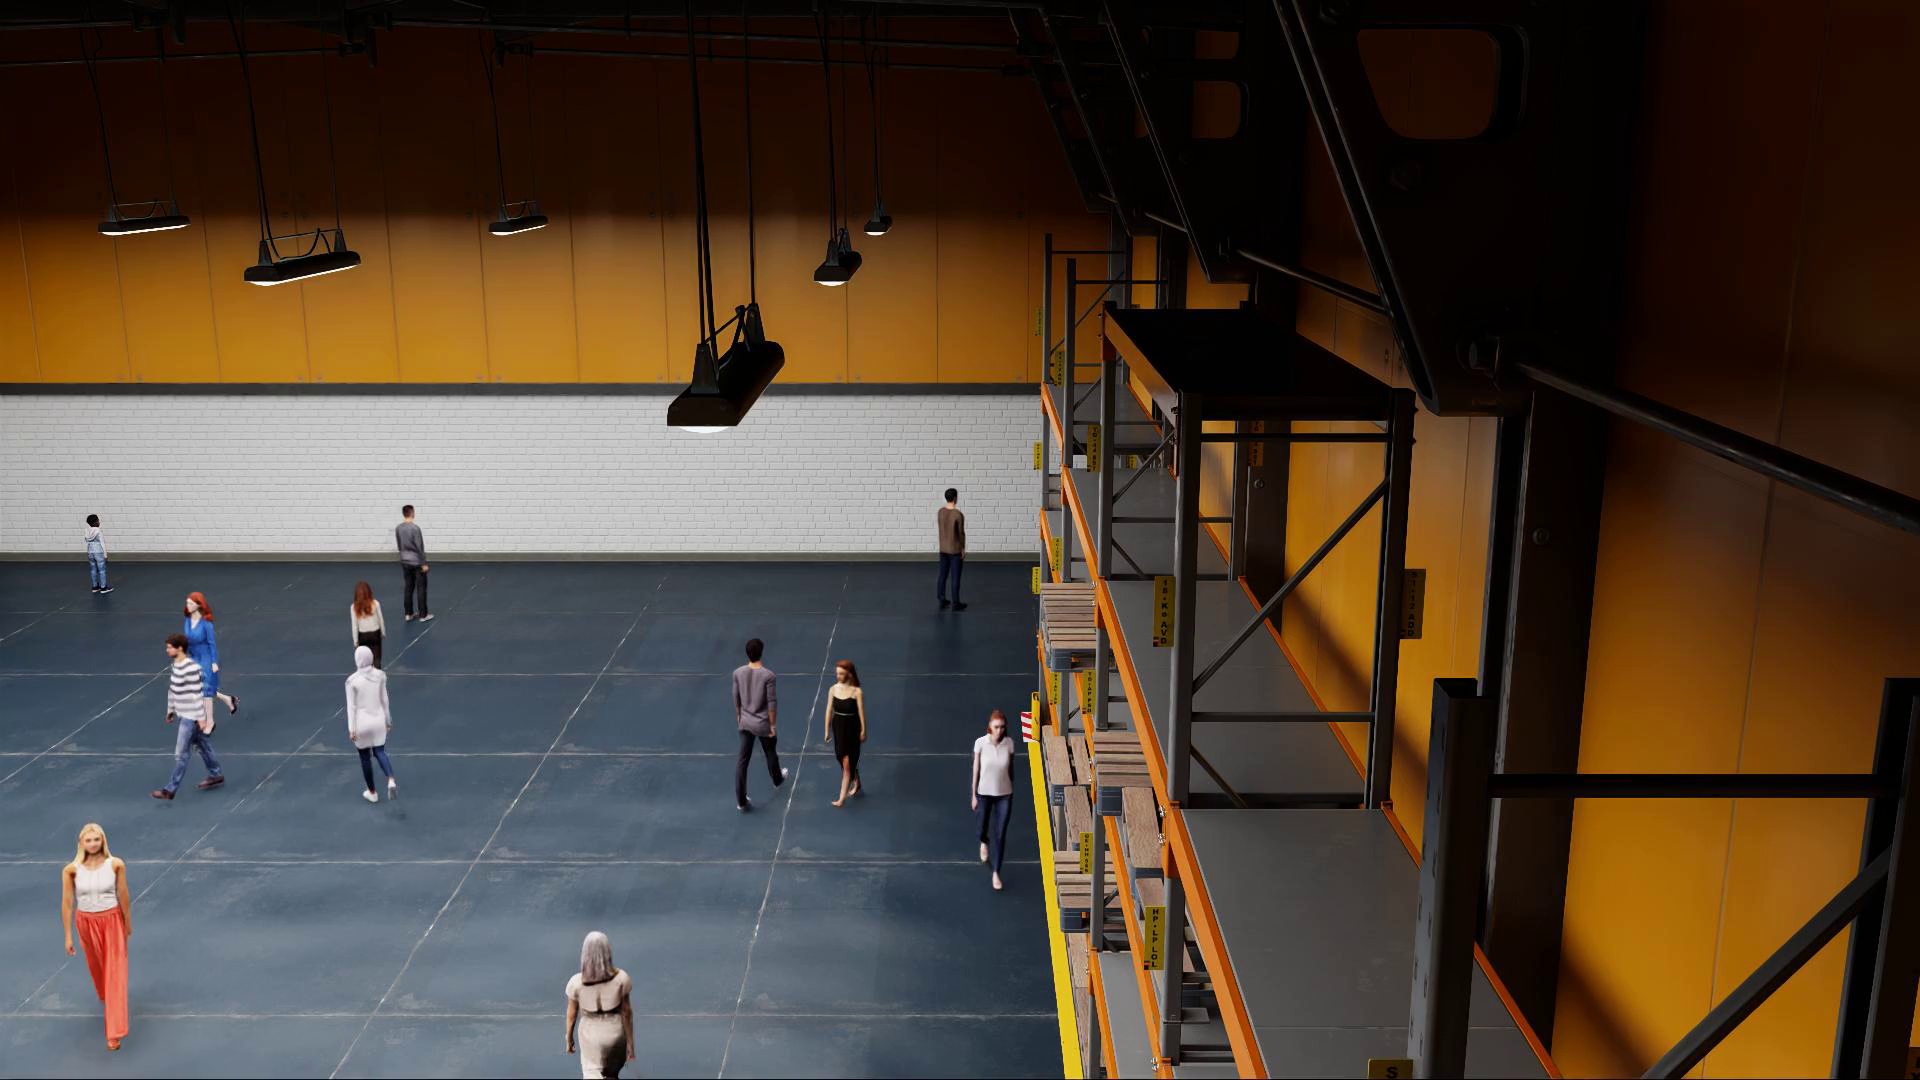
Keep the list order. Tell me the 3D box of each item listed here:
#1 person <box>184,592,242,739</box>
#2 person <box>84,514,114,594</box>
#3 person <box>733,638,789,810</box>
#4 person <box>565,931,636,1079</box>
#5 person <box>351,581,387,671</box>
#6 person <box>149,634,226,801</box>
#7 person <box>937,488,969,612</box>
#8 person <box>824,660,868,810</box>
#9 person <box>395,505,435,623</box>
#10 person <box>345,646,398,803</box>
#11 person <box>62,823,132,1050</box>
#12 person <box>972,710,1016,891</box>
[{"bbox_3d":[-9.029,1.479,20.024,0.878,1.813,0.991,9,16,32],"label":"person"},{"bbox_3d":[-13.752,0.204,26.469,0.513,1.258,0.543,3,14,13],"label":"person"},{"bbox_3d":[-2.237,2.008,17.858,0.918,1.803,1.251,4,14,16],"label":"person"},{"bbox_3d":[-2.467,3.599,11.537,0.836,1.687,1.208,-4,14,-15],"label":"person"},{"bbox_3d":[-7.673,1.268,21.639,0.679,1.463,0.984,-3,14,-13],"label":"person"},{"bbox_3d":[-8.364,1.906,18.258,1.143,1.814,1.105,-13,19,-42],"label":"person"},{"bbox_3d":[-0.135,0.132,25.428,0.744,1.887,0.782,11,17,37],"label":"person"},{"bbox_3d":[-1.188,2.073,18.061,0.856,1.582,1.131,6,15,22],"label":"person"},{"bbox_3d":[-8.189,0.344,24.829,0.702,1.758,0.688,6,15,23],"label":"person"},{"bbox_3d":[-6.319,2.024,17.883,0.924,1.762,0.992,-12,18,-42],"label":"person"},{"bbox_3d":[-6.926,3.119,13.394,0.934,1.746,1.346,-5,15,-20],"label":"person"},{"bbox_3d":[0.315,2.469,16.126,0.594,1.724,0.960,-1,14,-4],"label":"person"}]
